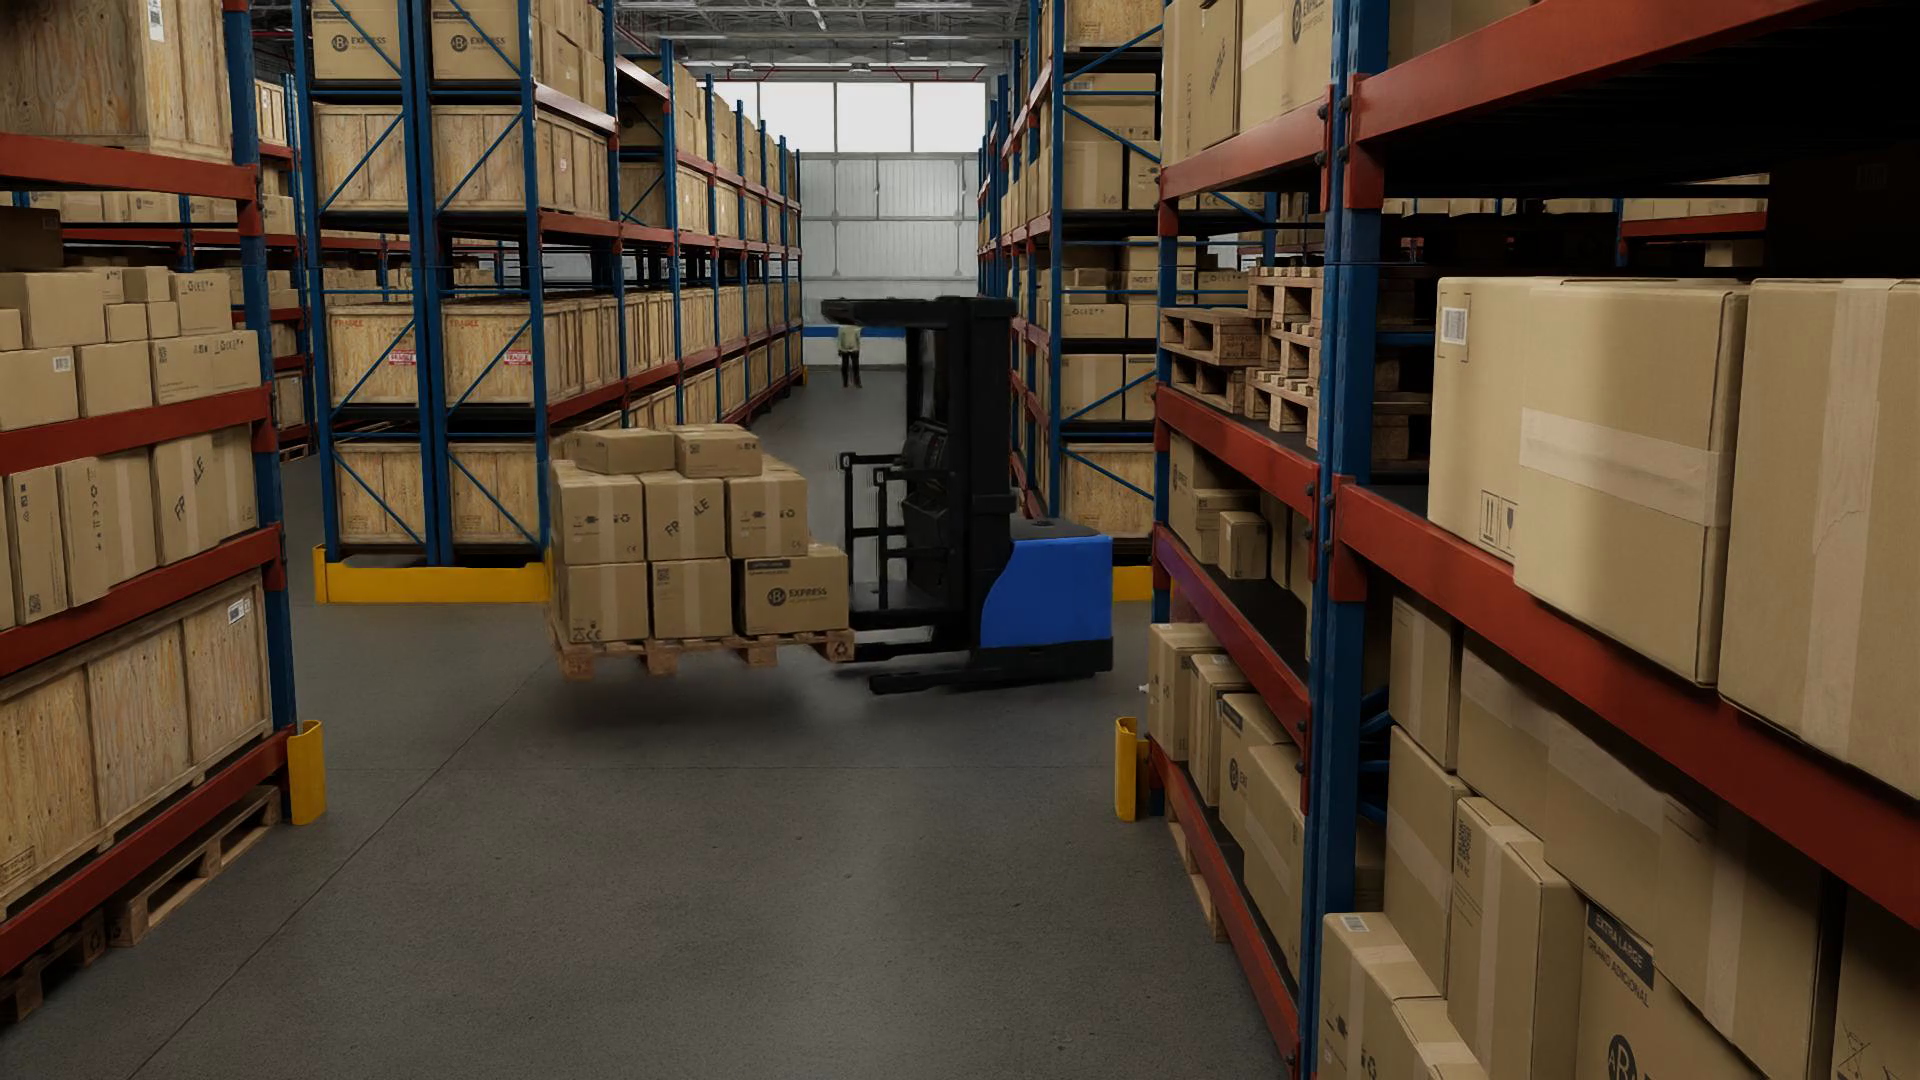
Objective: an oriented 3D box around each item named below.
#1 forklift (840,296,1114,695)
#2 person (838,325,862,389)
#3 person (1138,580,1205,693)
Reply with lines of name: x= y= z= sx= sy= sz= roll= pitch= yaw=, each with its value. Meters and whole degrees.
forklift: x=0.116 y=-0.395 z=12.281 sx=1.873 sy=2.768 sz=1.129 roll=-3 pitch=10 yaw=-17
person: x=-2.776 y=-4.787 z=42.039 sx=0.641 sy=1.957 sz=0.917 roll=-3 pitch=10 yaw=-18
person: x=1.709 y=0.165 z=11.897 sx=0.795 sy=1.885 sz=0.650 roll=0 pitch=9 yaw=-2
